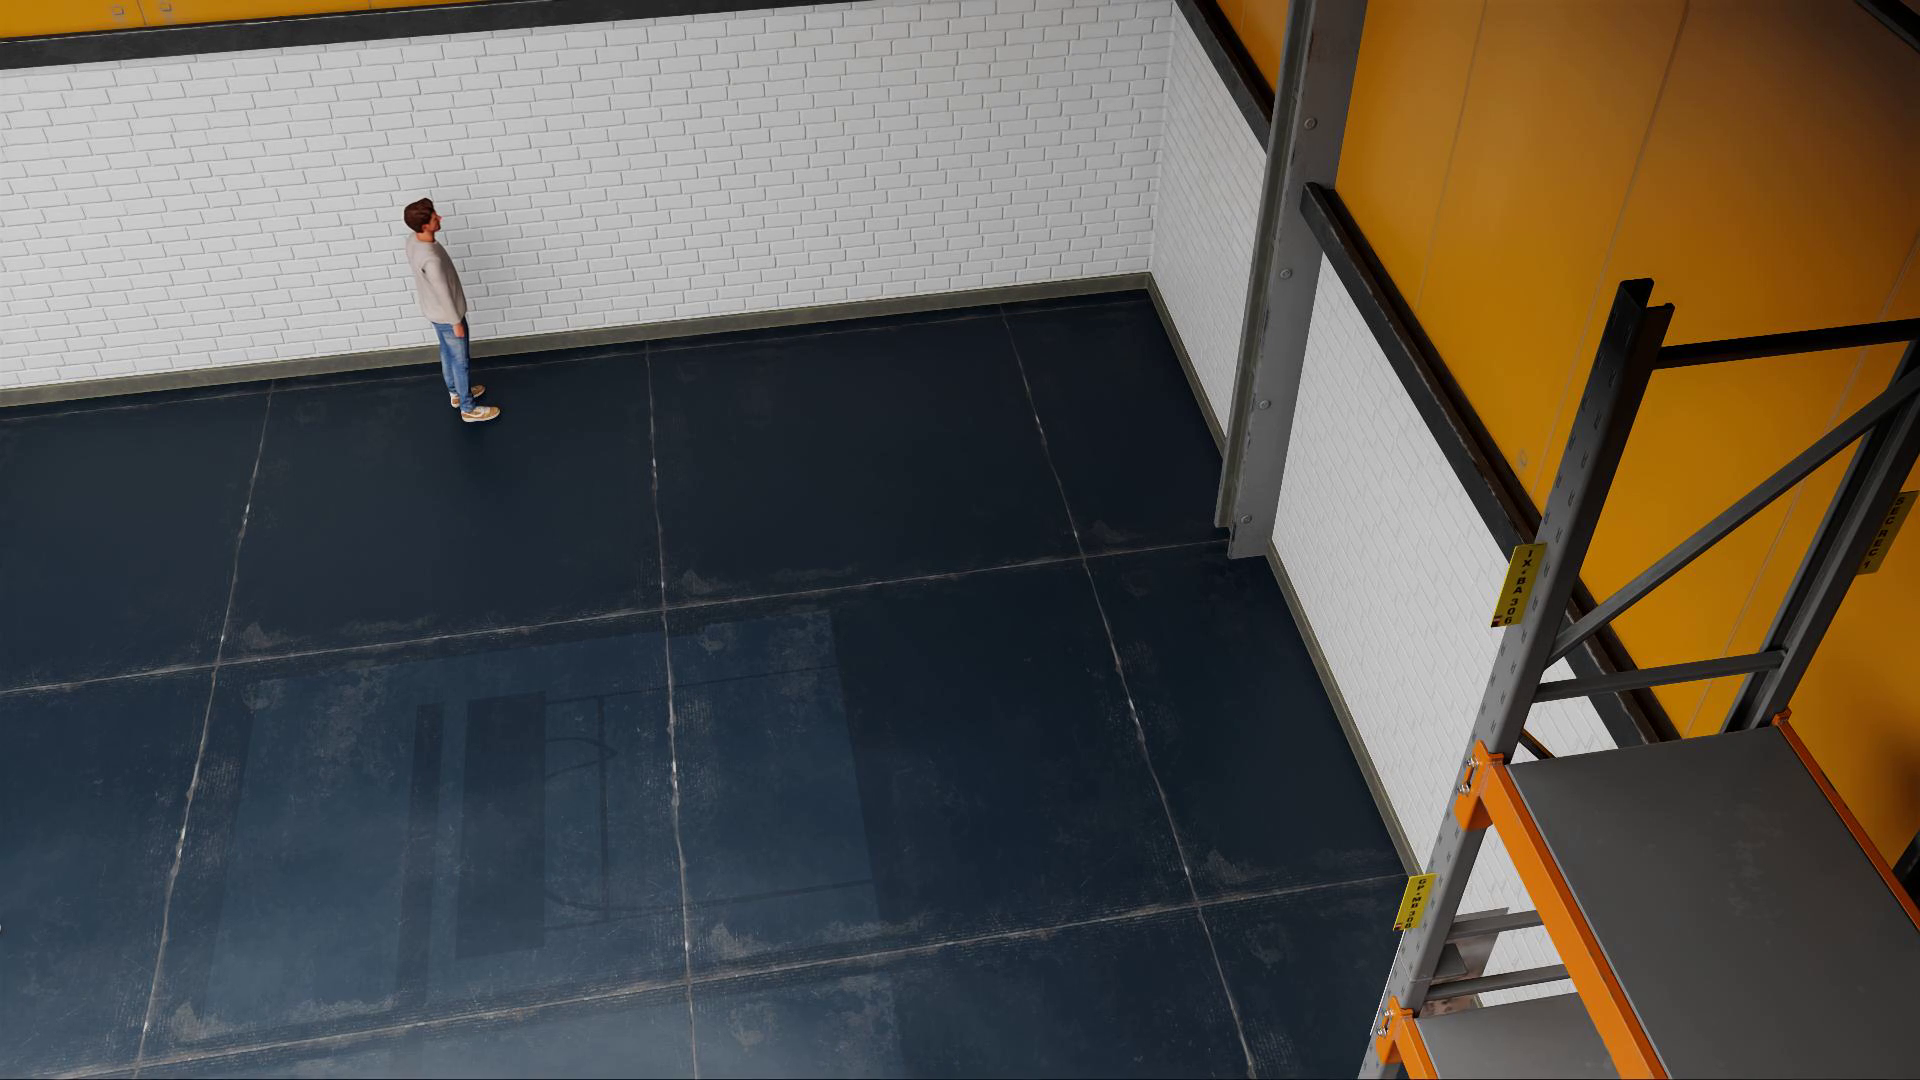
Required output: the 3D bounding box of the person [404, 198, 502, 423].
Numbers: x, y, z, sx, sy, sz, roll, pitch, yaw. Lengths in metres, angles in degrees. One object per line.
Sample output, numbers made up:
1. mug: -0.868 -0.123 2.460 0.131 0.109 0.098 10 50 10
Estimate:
1. person: -3.891 -1.735 12.553 0.806 1.904 0.650 -23 48 -22
